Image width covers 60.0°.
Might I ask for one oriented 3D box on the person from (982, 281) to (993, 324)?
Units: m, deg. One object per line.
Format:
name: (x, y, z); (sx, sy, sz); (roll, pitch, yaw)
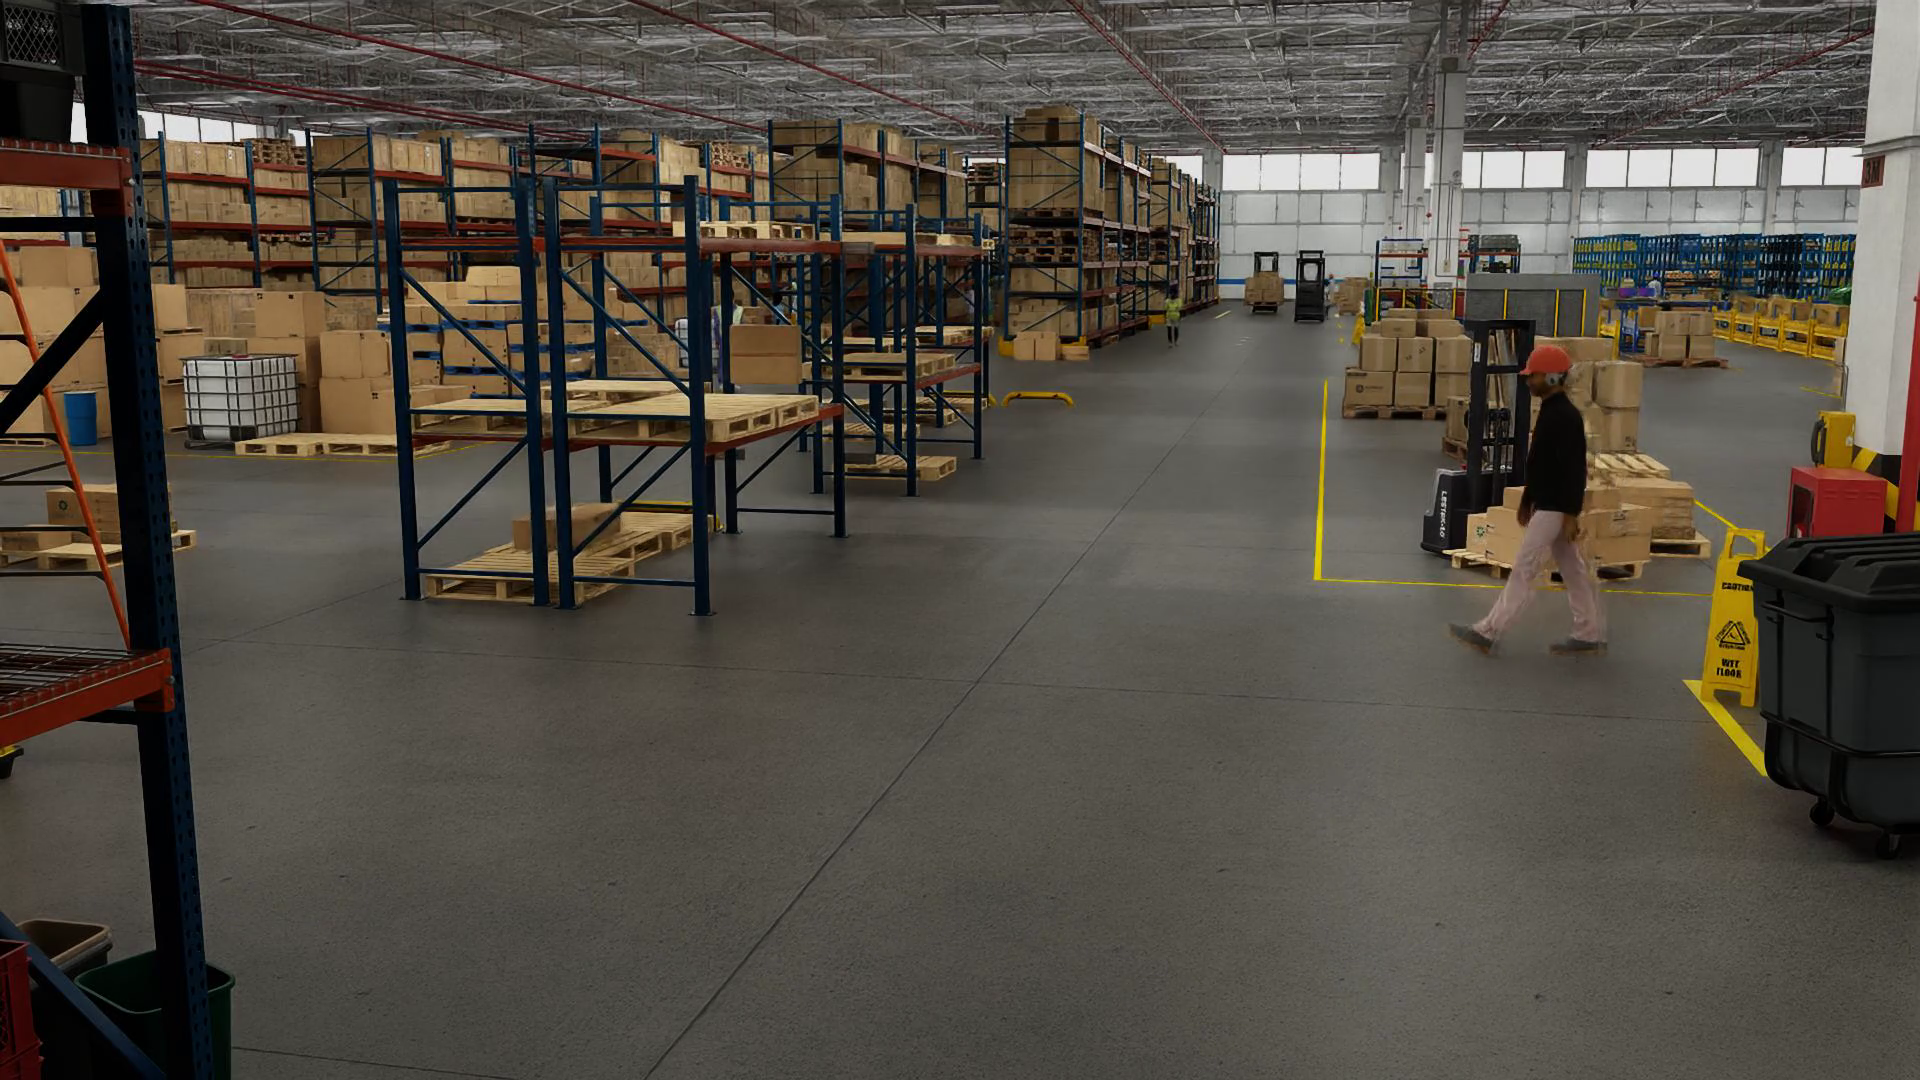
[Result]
person: (1.071, -9.115, 63.571); (0.511, 1.738, 0.537); (2, 10, 10)

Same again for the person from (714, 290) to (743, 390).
person: (-4.404, -3.820, 31.685); (0.587, 1.915, 0.394); (-5, 11, -28)

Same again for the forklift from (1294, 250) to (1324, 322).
forklift: (13.778, -10.002, 65.433); (1.129, 2.768, 1.873); (2, 10, 12)

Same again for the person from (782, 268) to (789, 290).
person: (-8.079, -11.676, 77.815); (0.605, 2.045, 0.379); (6, 11, 30)

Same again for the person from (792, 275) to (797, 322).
person: (-6.480, -9.562, 65.914); (0.389, 1.837, 0.563); (7, 12, 35)

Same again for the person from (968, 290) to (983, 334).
person: (0.458, -6.739, 49.032); (0.561, 1.910, 0.918); (3, 10, 16)

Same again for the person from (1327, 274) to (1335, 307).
person: (19.038, -12.828, 85.542); (0.580, 1.732, 0.436); (-7, 12, -37)

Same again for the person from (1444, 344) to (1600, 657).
person: (3.550, -0.229, 10.314); (1.009, 1.942, 0.664); (2, 10, 13)

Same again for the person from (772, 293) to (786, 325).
person: (-4.230, -4.919, 38.832); (0.322, 1.697, 0.535); (1, 10, 4)

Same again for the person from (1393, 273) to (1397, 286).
person: (22.967, -13.263, 88.143); (0.354, 1.735, 0.485); (8, 12, 40)

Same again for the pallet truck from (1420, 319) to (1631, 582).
pallet truck: (4.543, -0.757, 13.299); (0.823, 1.965, 1.885); (-4, 10, -22)

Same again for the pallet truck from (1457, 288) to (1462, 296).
pallet truck: (20.506, -9.785, 68.819); (0.653, 1.274, 1.630); (2, 10, 12)

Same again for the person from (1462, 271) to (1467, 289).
person: (25.118, -12.405, 82.623); (0.645, 1.881, 0.765); (-5, 11, -26)

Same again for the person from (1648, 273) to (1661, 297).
person: (27.215, -9.490, 65.157); (0.389, 1.949, 0.604); (-4, 10, -23)

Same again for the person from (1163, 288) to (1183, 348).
person: (5.972, -6.238, 46.672); (0.546, 1.680, 0.565); (2, 10, 12)

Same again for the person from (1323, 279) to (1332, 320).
person: (14.906, -9.747, 67.477); (0.643, 1.668, 0.550); (1, 10, 8)

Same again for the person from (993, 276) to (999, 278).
person: (2.148, -14.301, 94.034); (0.605, 1.823, 0.648); (9, 13, 43)

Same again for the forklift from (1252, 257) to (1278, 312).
forklift: (14.270, -12.042, 77.515); (1.129, 2.768, 1.873); (2, 10, 12)

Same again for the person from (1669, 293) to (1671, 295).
person: (35.970, -12.594, 84.107); (0.590, 1.774, 0.931); (1, 10, 6)
